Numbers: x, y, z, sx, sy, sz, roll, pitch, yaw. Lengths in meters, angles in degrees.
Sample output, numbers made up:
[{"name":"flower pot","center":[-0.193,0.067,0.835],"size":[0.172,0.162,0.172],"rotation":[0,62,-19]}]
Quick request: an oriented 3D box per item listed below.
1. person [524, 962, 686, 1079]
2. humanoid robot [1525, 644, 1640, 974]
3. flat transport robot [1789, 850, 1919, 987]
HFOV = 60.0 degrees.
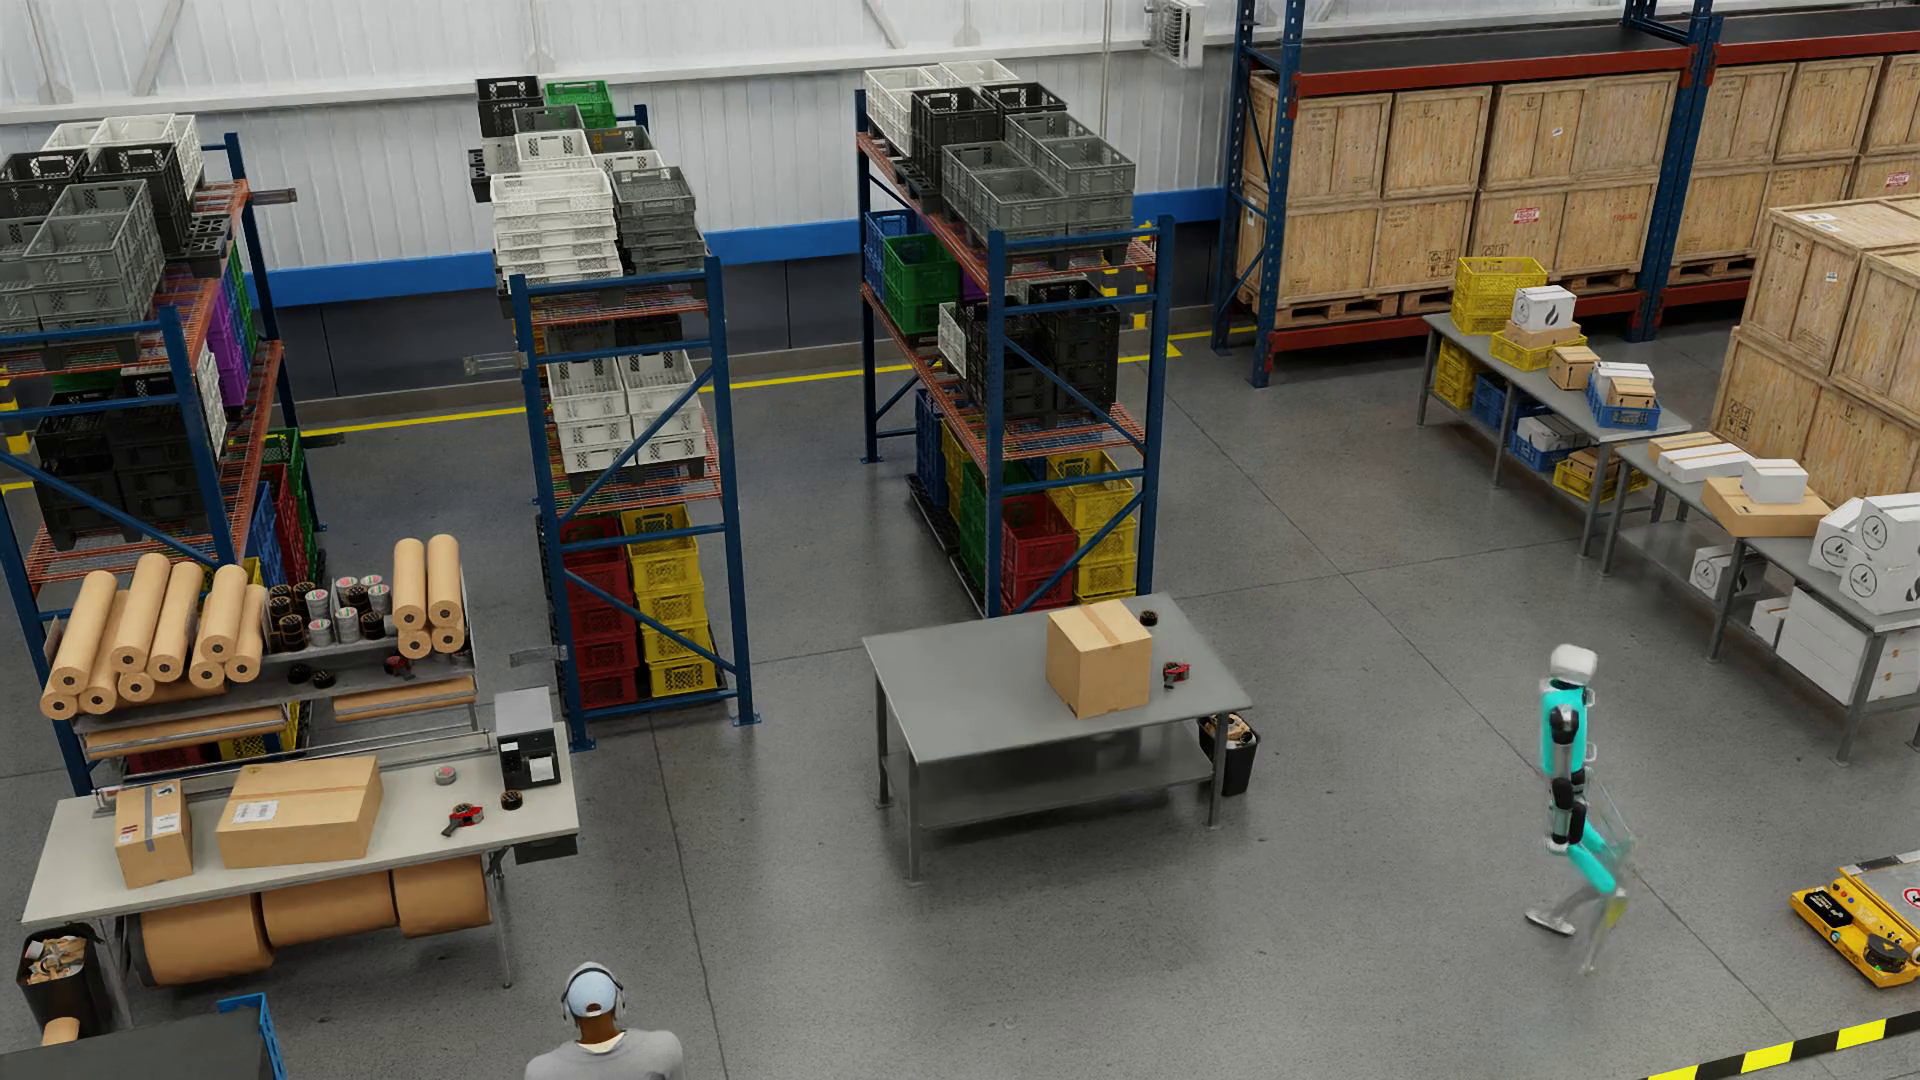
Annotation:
[{"name":"person","center":[-1.293,2.322,6.297],"size":[0.587,1.848,0.396],"rotation":[-8,30,-14]},{"name":"humanoid robot","center":[3.151,1.363,8.180],"size":[0.798,1.798,0.539],"rotation":[9,30,15]},{"name":"flat transport robot","center":[5.163,1.916,8.676],"size":[1.431,0.231,0.659],"rotation":[-8,30,-14]}]
